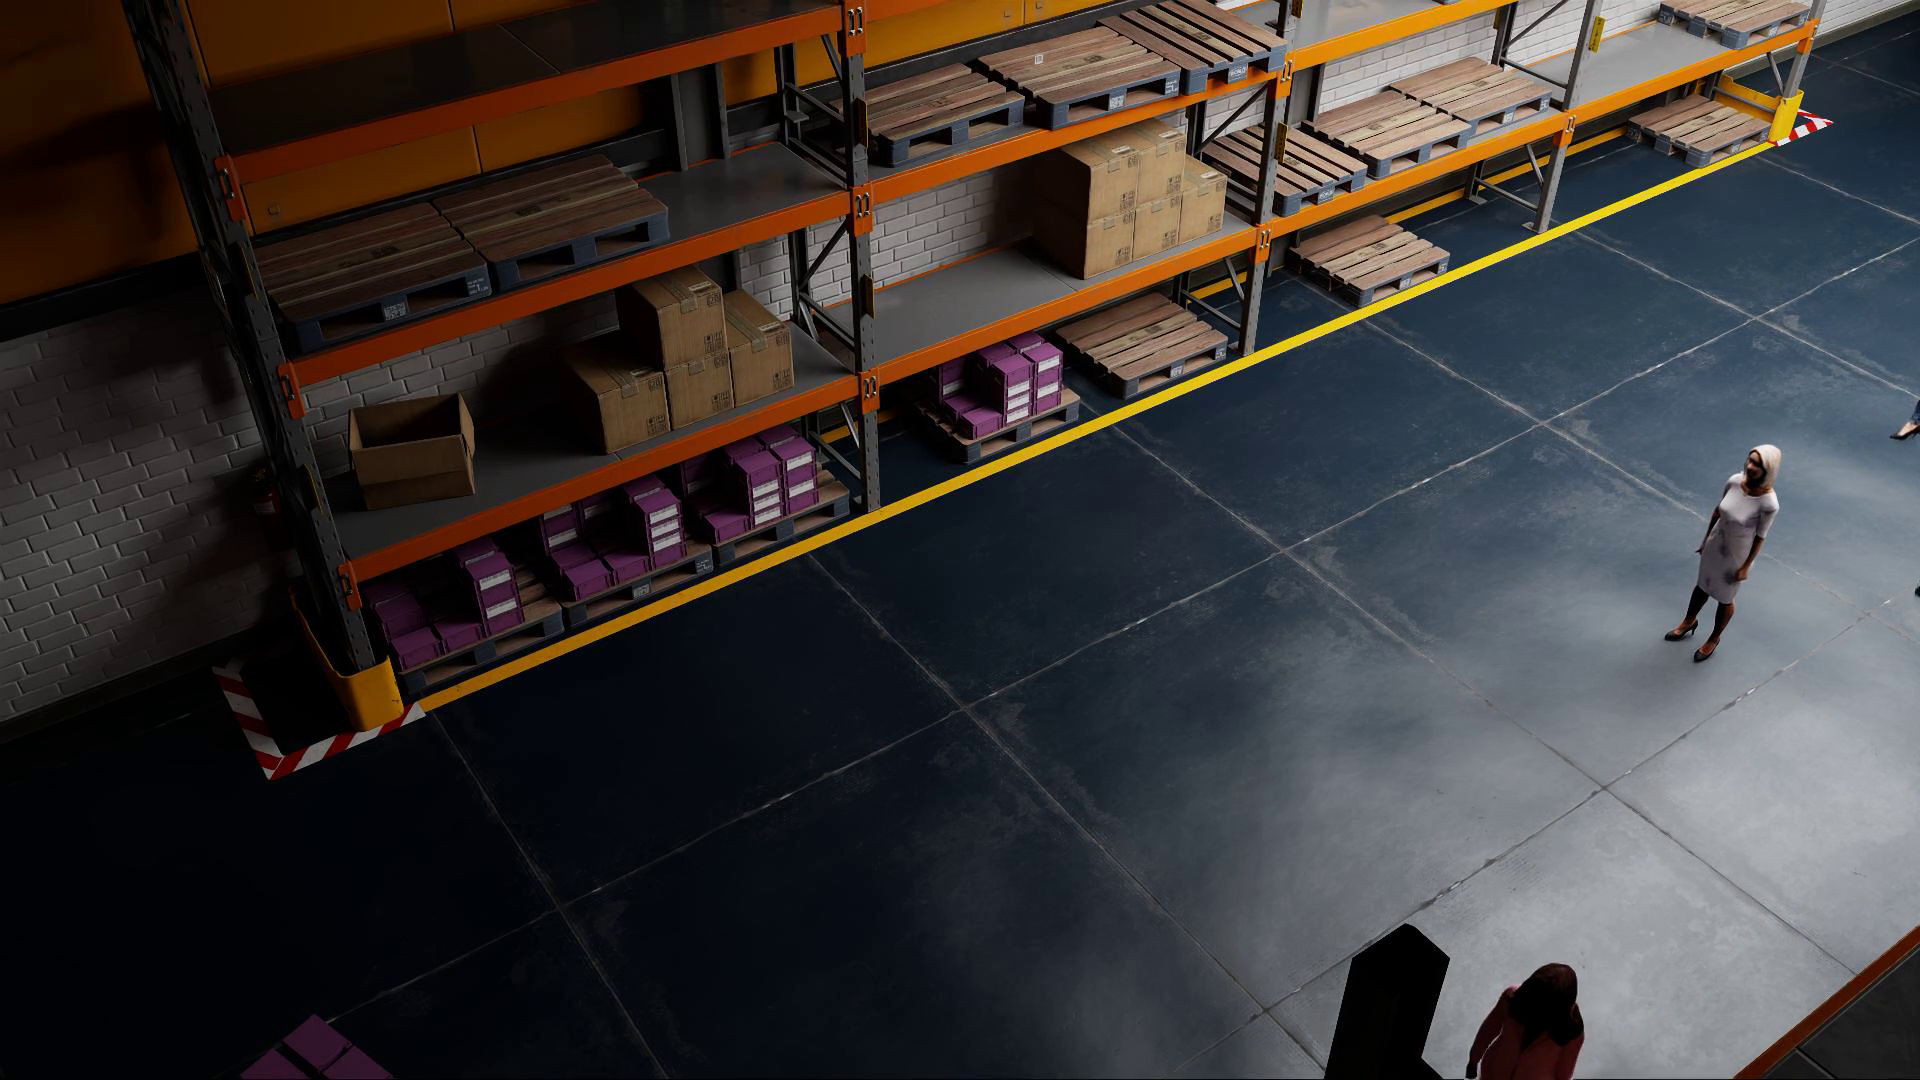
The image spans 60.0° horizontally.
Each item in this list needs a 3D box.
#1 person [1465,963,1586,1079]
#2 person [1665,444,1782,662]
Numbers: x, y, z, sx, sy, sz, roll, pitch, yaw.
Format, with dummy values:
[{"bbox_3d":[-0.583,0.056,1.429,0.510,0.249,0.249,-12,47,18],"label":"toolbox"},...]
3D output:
[{"bbox_3d":[2.776,2.622,8.167,1.116,1.776,0.732,-31,48,-33],"label":"person"},{"bbox_3d":[5.270,0.069,11.383,0.533,1.752,0.581,-19,42,-22],"label":"person"}]
